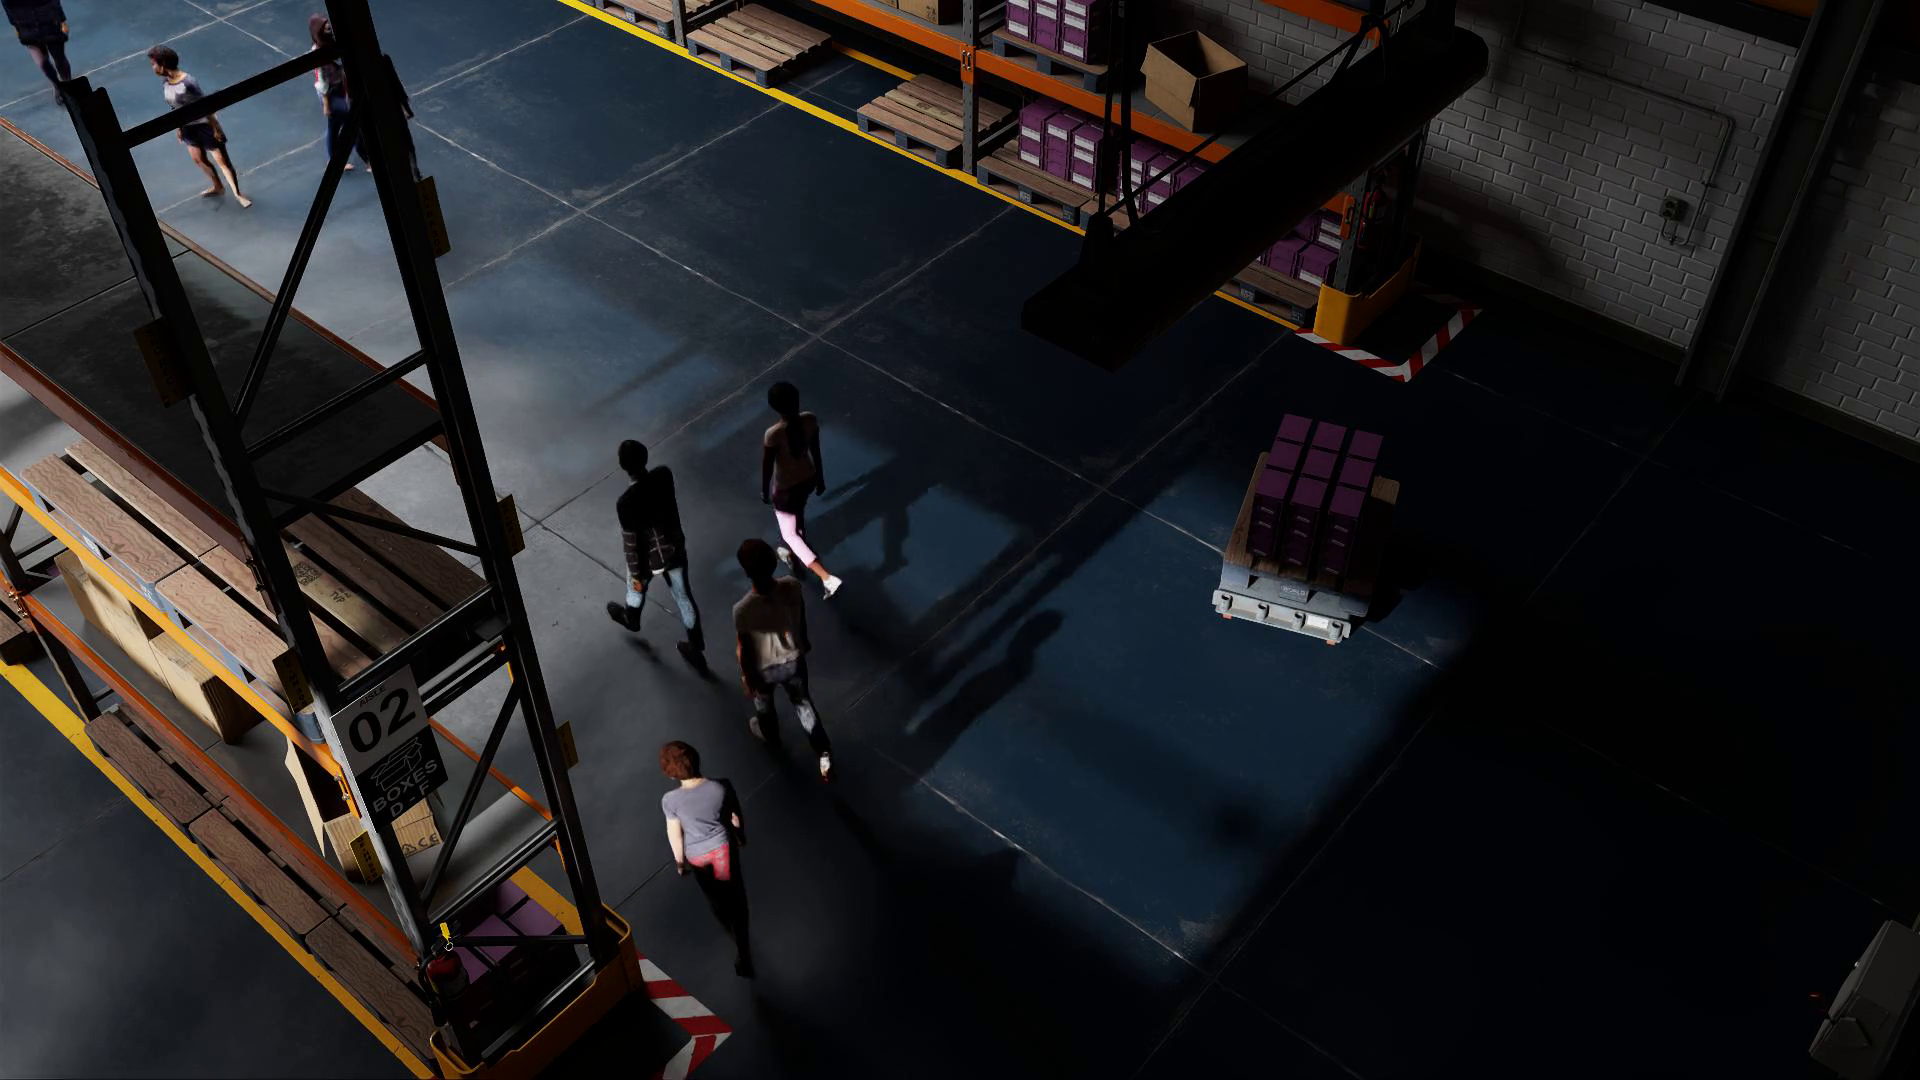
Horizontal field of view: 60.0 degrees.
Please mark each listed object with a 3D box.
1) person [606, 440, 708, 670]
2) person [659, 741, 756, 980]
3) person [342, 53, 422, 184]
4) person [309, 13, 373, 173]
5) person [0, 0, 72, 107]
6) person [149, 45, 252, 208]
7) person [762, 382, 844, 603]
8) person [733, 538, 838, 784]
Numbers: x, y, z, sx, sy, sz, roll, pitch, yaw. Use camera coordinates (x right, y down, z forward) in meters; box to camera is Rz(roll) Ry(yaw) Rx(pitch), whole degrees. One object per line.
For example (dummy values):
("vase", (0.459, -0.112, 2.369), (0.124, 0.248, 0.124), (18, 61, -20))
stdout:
("person", (-1.887, 0.144, 10.794), (1.098, 1.778, 0.706), (34, 53, 30))
("person", (-1.372, 1.773, 9.200), (0.944, 1.618, 1.142), (-11, 45, -11))
("person", (-5.118, -3.731, 14.887), (0.910, 1.742, 1.072), (-16, 46, -16))
("person", (-5.877, -4.108, 15.396), (0.941, 1.585, 0.886), (-8, 44, -9))
("person", (-9.082, -5.130, 16.411), (0.784, 1.666, 0.798), (-16, 46, -16))
("person", (-6.832, -3.746, 15.045), (0.579, 1.545, 0.813), (7, 44, 8))
("person", (-1.072, -0.313, 11.317), (0.685, 1.717, 1.057), (-31, 52, -29))
("person", (-1.068, 0.767, 10.072), (0.872, 1.872, 1.184), (-27, 50, -26))
